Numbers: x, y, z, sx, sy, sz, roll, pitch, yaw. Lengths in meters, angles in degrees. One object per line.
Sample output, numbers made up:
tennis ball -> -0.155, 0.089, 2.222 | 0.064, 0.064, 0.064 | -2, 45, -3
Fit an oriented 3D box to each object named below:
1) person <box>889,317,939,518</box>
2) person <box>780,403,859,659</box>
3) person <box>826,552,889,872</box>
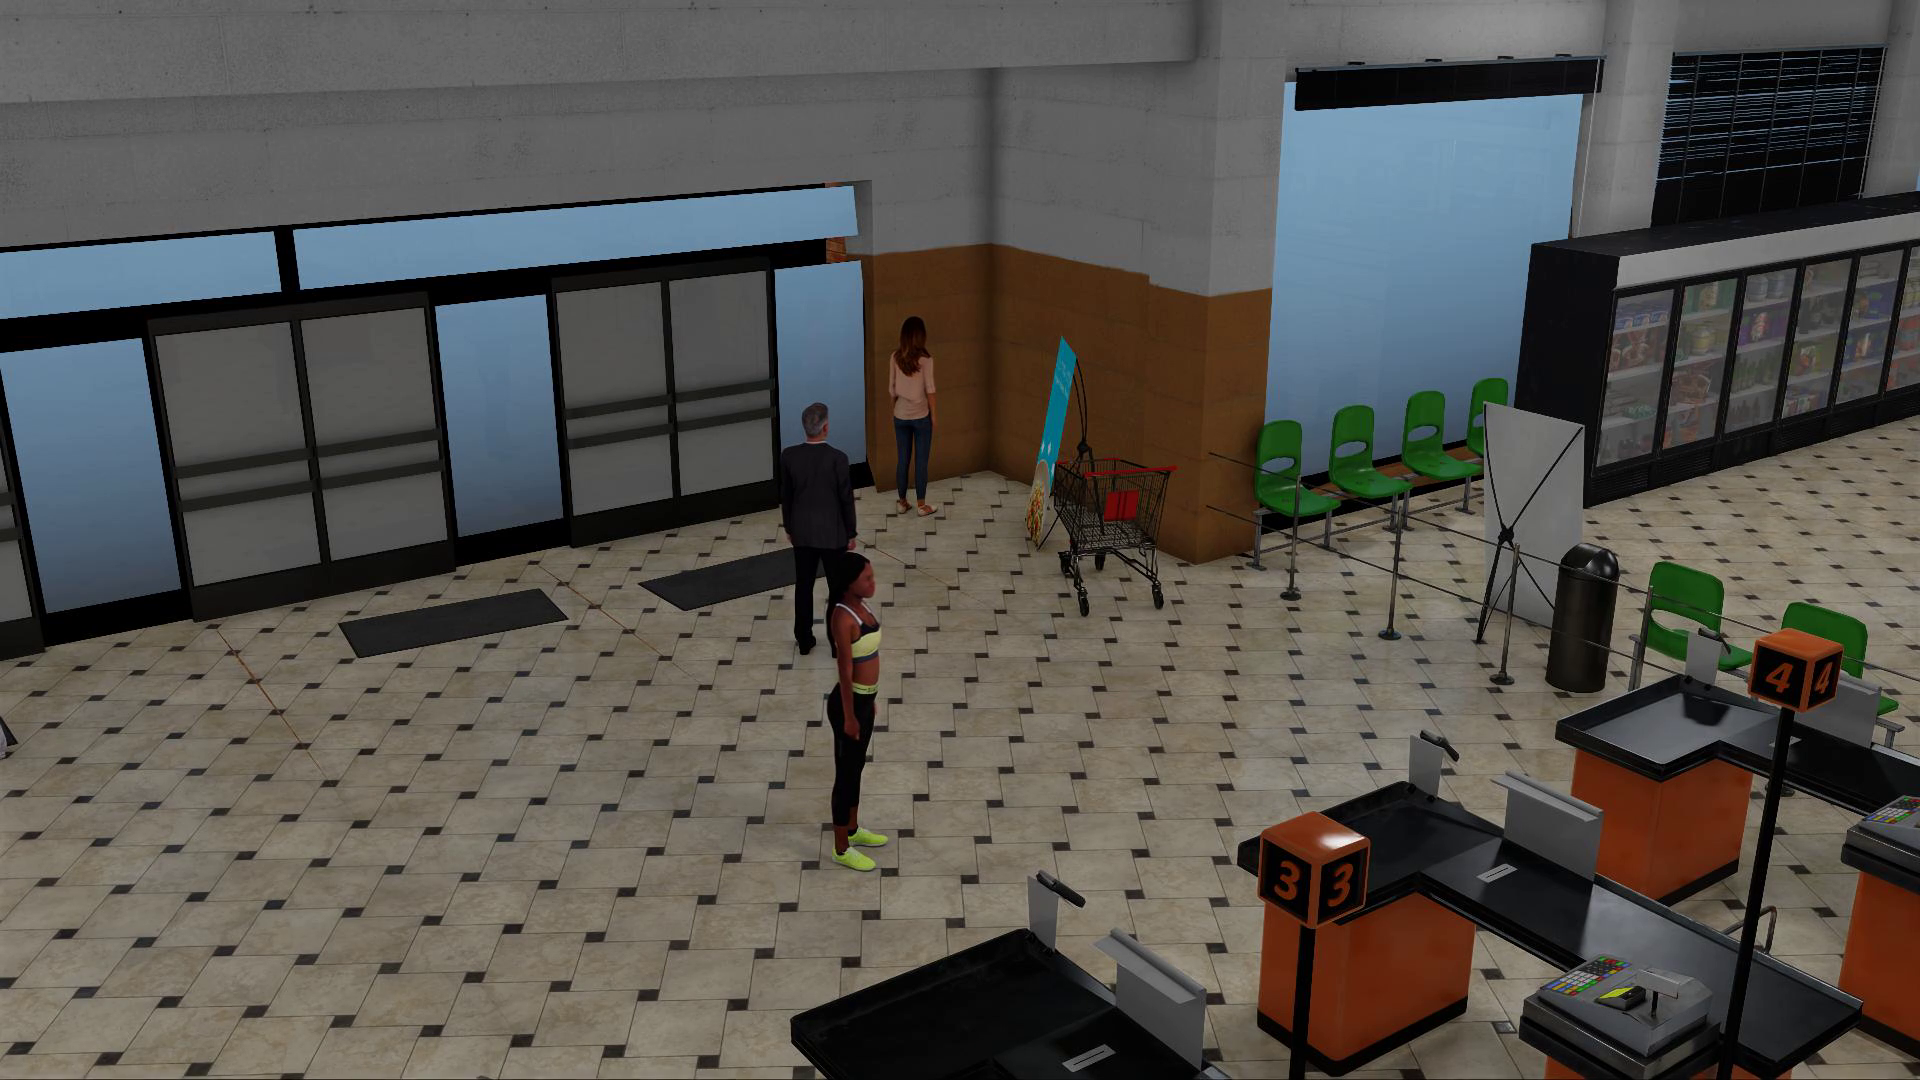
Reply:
person -> -0.423, -1.101, 14.803 | 0.621, 1.791, 0.734 | 8, 20, 23
person -> -0.981, -0.072, 11.672 | 0.772, 1.842, 0.860 | 5, 19, 16
person -> -0.584, 0.898, 8.931 | 0.693, 1.755, 0.639 | 4, 19, 12
